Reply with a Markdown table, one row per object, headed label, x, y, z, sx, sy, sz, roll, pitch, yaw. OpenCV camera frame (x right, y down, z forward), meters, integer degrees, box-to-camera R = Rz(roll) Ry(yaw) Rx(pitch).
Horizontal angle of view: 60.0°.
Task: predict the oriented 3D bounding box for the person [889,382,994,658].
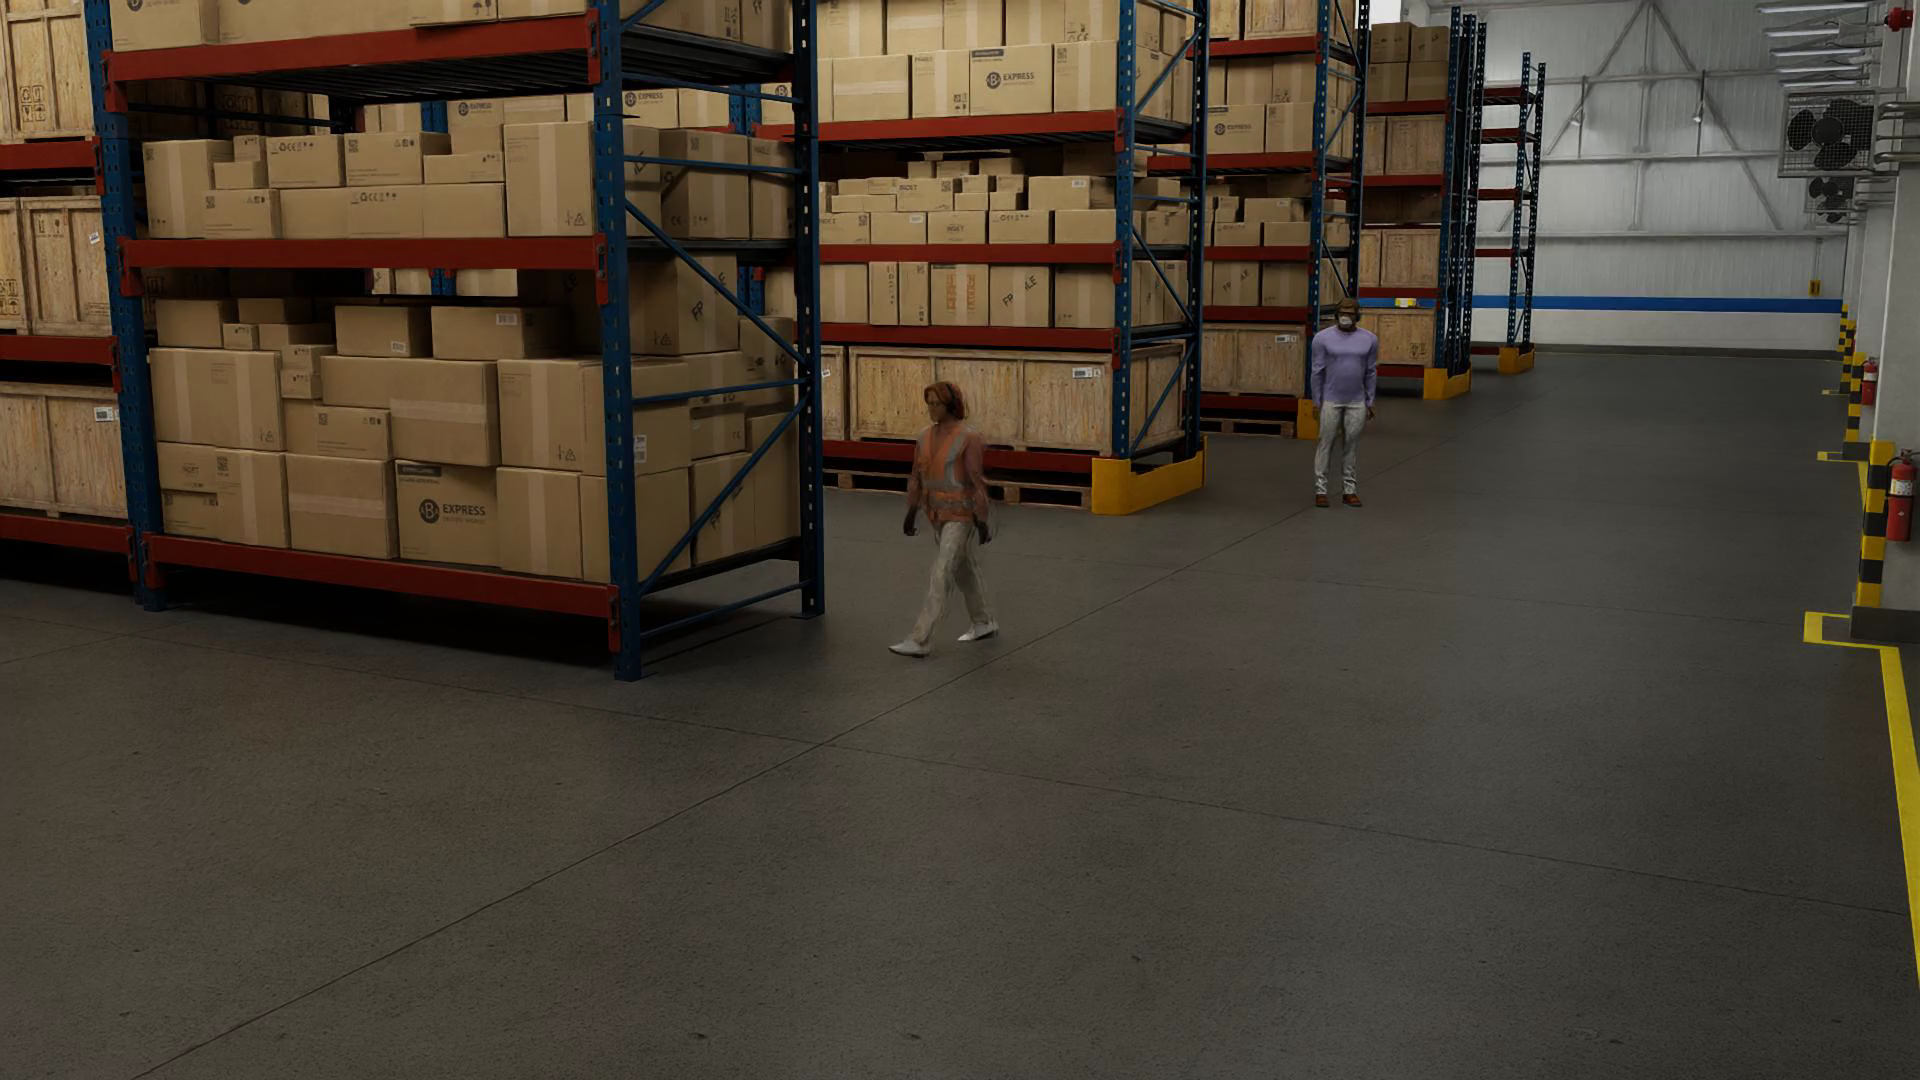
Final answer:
| label | x | y | z | sx | sy | sz | roll | pitch | yaw |
| --- | --- | --- | --- | --- | --- | --- | --- | --- | --- |
| person | -0.088 | -0.128 | 9.722 | 0.888 | 1.588 | 0.545 | -8 | 13 | -40 |

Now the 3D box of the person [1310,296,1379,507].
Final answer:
| label | x | y | z | sx | sy | sz | roll | pitch | yaw |
| --- | --- | --- | --- | --- | --- | --- | --- | --- | --- |
| person | 3.527 | -1.263 | 15.292 | 0.628 | 1.936 | 0.377 | -1 | 10 | -4 |
